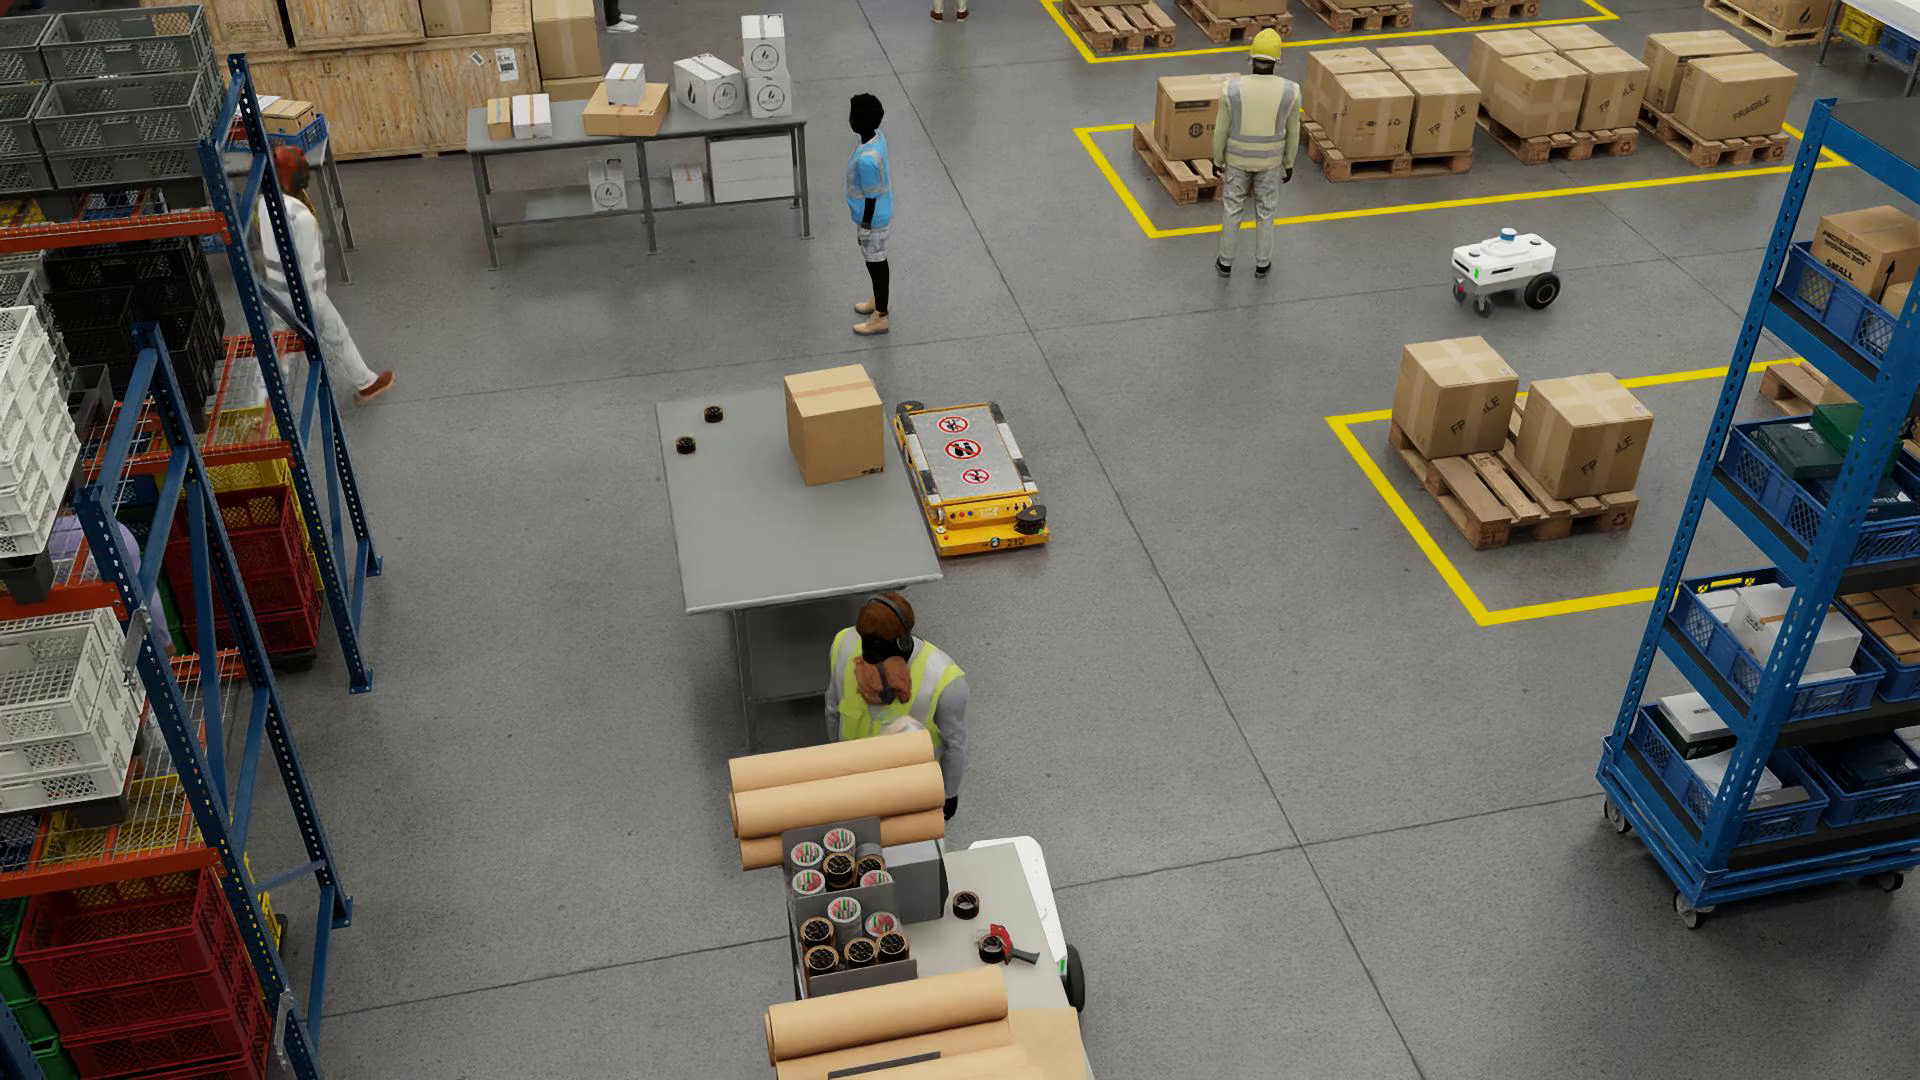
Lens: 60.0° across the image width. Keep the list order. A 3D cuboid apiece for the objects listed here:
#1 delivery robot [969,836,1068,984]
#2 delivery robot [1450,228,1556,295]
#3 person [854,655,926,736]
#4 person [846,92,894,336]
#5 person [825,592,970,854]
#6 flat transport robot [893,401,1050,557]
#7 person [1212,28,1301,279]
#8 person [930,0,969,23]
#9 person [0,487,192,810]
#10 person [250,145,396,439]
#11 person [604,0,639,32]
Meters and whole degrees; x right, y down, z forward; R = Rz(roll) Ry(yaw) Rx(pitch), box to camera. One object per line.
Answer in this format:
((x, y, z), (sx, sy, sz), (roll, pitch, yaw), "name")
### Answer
((0.231, 1.591, 7.081), (0.477, 0.478, 0.707), (-5, 37, -7), "delivery robot")
((3.879, -1.992, 11.896), (0.707, 0.478, 0.477), (-13, 38, -16), "delivery robot")
((-0.263, 1.100, 6.920), (0.312, 1.629, 0.535), (-13, 39, -17), "person")
((-0.612, -2.217, 11.323), (0.318, 1.697, 0.535), (0, 37, 1), "person")
((-0.283, 0.960, 6.934), (0.634, 1.841, 0.429), (16, 40, 21), "person")
((0.046, -0.430, 10.108), (0.652, 0.197, 1.431), (-8, 37, -10), "flat transport robot")
((2.108, -2.752, 11.930), (0.600, 1.830, 0.404), (4, 37, 5), "person")
((-0.125, -6.038, 16.317), (0.532, 1.868, 0.310), (-3, 37, -3), "person")
((-3.891, 0.452, 7.542), (0.633, 1.932, 0.369), (-2, 37, -2), "person")
((-4.149, -1.517, 10.302), (0.585, 1.813, 1.055), (23, 43, 28), "person")
((-3.414, -5.897, 16.097), (0.386, 1.912, 0.591), (-9, 38, -12), "person")
